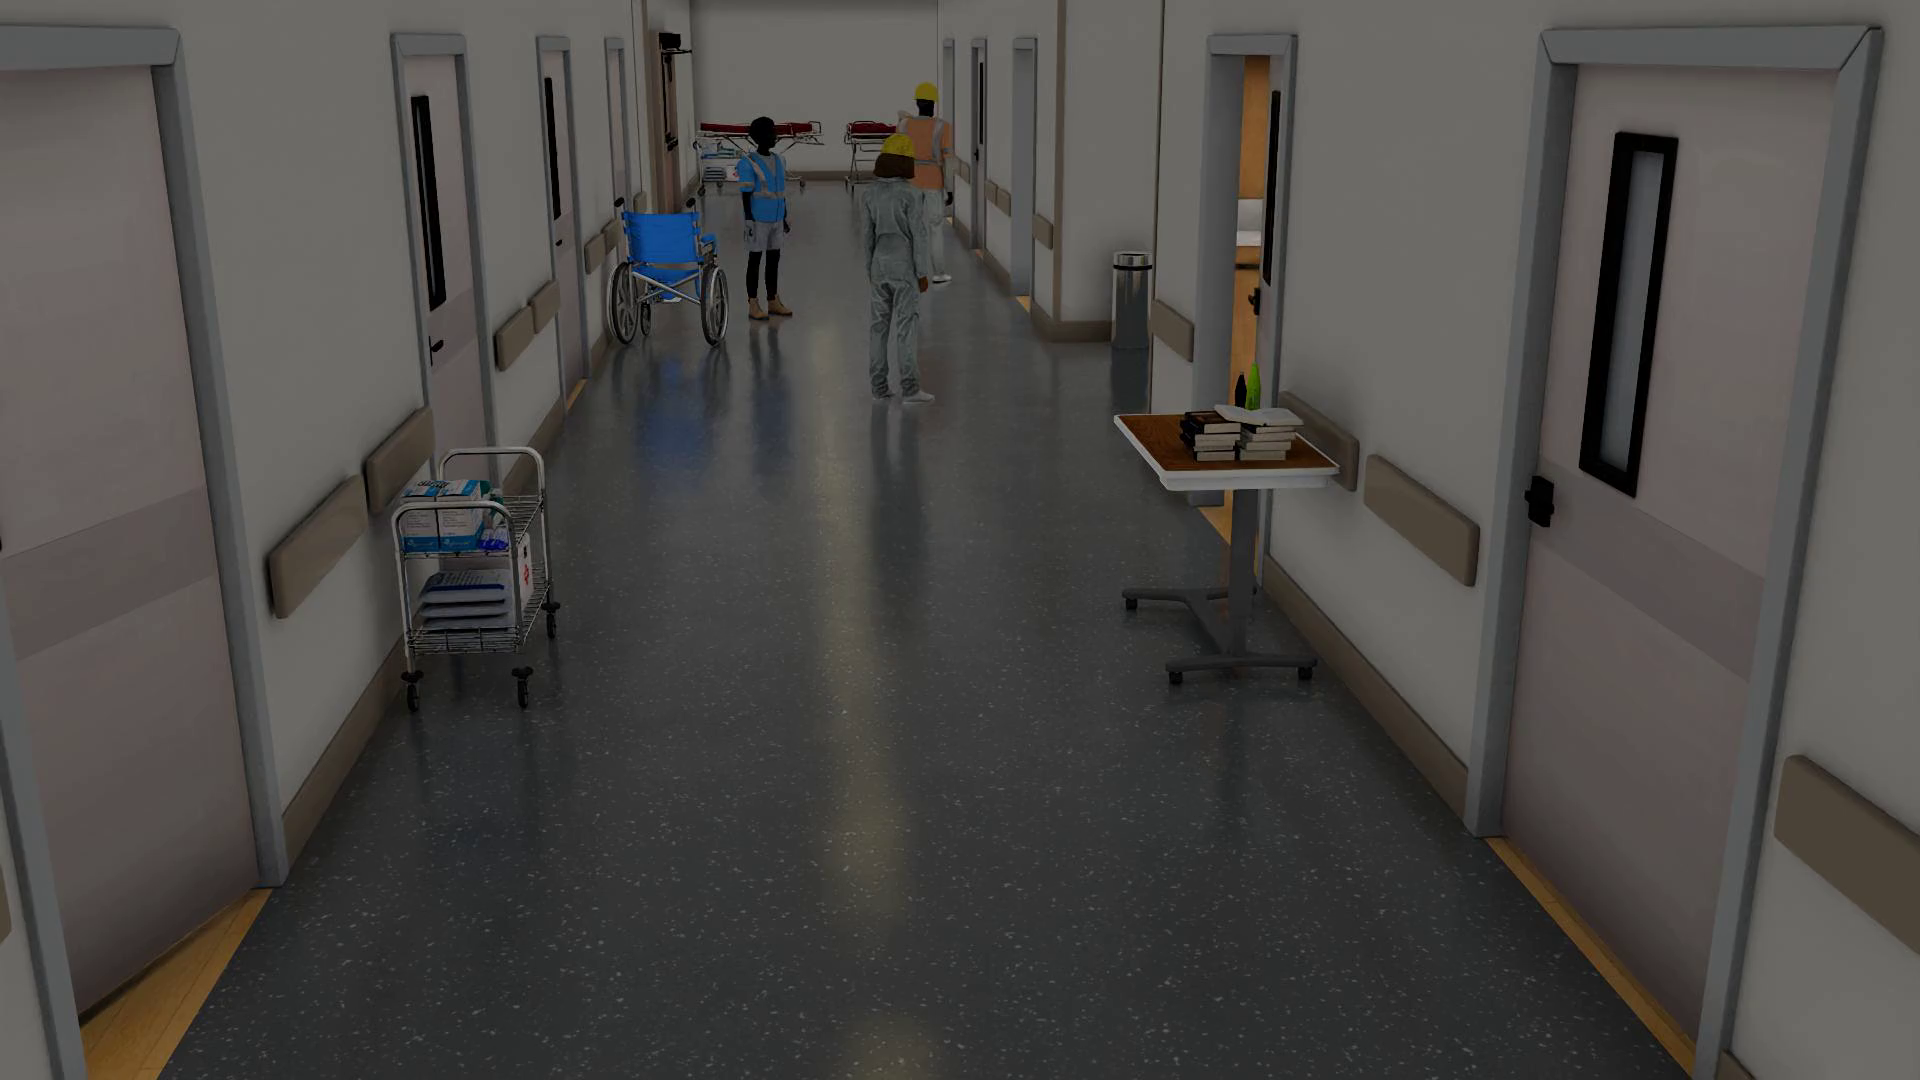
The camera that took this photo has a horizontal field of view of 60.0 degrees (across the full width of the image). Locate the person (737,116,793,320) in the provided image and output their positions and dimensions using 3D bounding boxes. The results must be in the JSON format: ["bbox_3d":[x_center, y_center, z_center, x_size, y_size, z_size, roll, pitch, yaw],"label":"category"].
[{"bbox_3d":[-1.658,-2.739,14.190,0.318,1.700,0.536,12,21,35],"label":"person"}]

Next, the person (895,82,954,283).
[{"bbox_3d":[-0.341,-3.492,16.314,0.590,1.926,0.388,5,17,15],"label":"person"}]

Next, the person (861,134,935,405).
[{"bbox_3d":[-0.404,-1.755,10.842,0.484,1.735,0.311,11,20,32],"label":"person"}]
